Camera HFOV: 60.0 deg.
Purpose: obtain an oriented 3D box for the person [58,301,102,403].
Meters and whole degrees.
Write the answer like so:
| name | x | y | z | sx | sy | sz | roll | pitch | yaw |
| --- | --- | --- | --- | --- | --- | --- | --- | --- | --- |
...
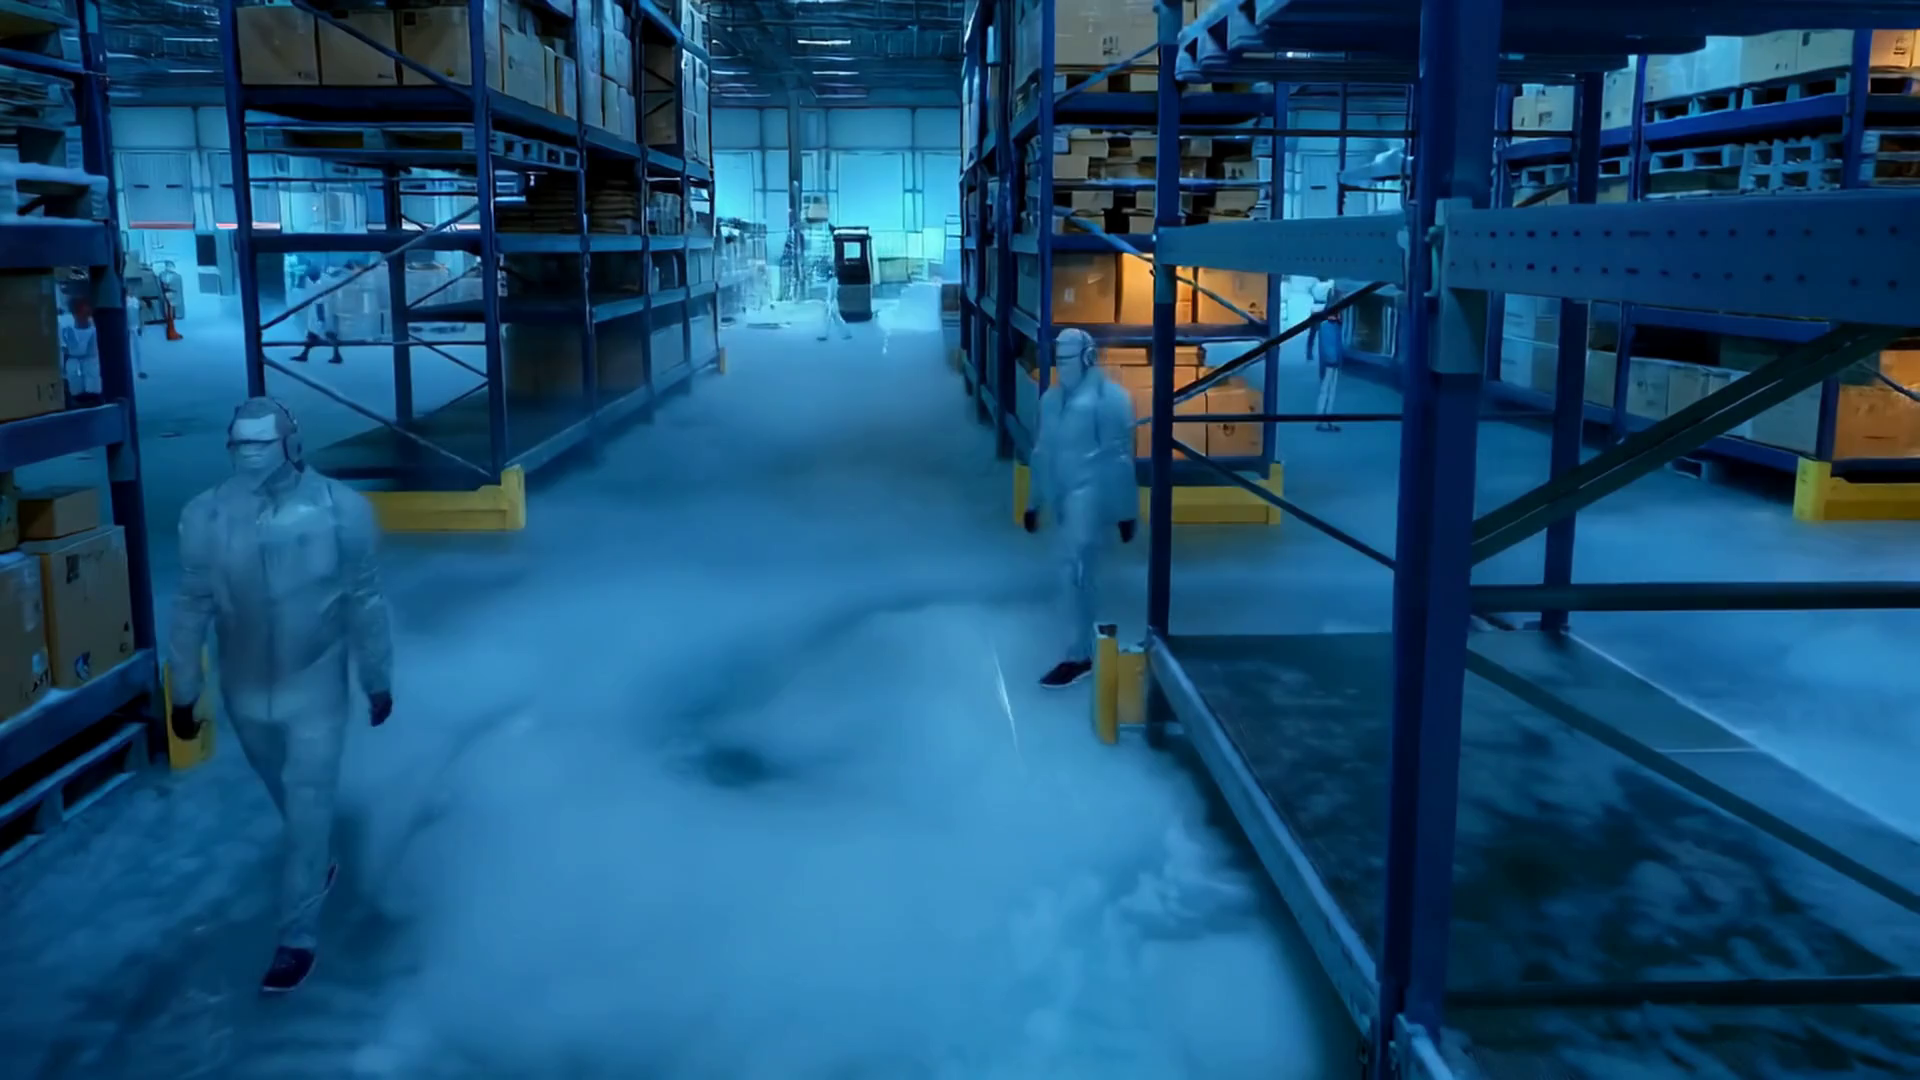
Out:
| name | x | y | z | sx | sy | sz | roll | pitch | yaw |
| --- | --- | --- | --- | --- | --- | --- | --- | --- | --- |
| person | -10.248 | -1.980 | 19.519 | 0.540 | 1.672 | 0.775 | -2 | 10 | -10 |

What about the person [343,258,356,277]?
| name | x | y | z | sx | sy | sz | roll | pitch | yaw |
| --- | --- | --- | --- | --- | --- | --- | --- | --- | --- |
| person | -18.242 | -7.515 | 49.849 | 0.503 | 1.861 | 0.328 | 5 | 11 | 25 |

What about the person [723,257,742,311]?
| name | x | y | z | sx | sy | sz | roll | pitch | yaw |
| --- | --- | --- | --- | --- | --- | --- | --- | --- | --- |
| person | -7.579 | -8.476 | 55.304 | 0.587 | 1.825 | 0.533 | 0 | 10 | 1 |

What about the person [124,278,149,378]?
| name | x | y | z | sx | sy | sz | roll | pitch | yaw |
| --- | --- | --- | --- | --- | --- | --- | --- | --- | --- |
| person | -14.443 | -3.667 | 28.789 | 0.917 | 1.722 | 0.525 | 8 | 13 | 39 |

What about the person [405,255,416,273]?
| name | x | y | z | sx | sy | sz | roll | pitch | yaw |
| --- | --- | --- | --- | --- | --- | --- | --- | --- | --- |
| person | -20.667 | -9.791 | 62.613 | 0.430 | 1.837 | 0.620 | -7 | 12 | -33 |

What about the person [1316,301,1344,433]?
| name | x | y | z | sx | sy | sz | roll | pitch | yaw |
| --- | --- | --- | --- | --- | --- | --- | --- | --- | --- |
| person | 4.570 | -2.133 | 20.505 | 0.279 | 1.626 | 0.494 | 7 | 13 | 35 |

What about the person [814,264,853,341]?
| name | x | y | z | sx | sy | sz | roll | pitch | yaw |
| --- | --- | --- | --- | --- | --- | --- | --- | --- | --- |
| person | -2.975 | -5.622 | 39.392 | 0.959 | 1.829 | 0.537 | -4 | 11 | -20 |

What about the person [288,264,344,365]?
| name | x | y | z | sx | sy | sz | roll | pitch | yaw |
| --- | --- | --- | --- | --- | --- | --- | --- | --- | --- |
| person | -12.345 | -4.308 | 31.796 | 1.008 | 1.913 | 0.629 | -2 | 10 | -9 |

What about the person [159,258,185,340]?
| name | x | y | z | sx | sy | sz | roll | pitch | yaw |
| --- | --- | --- | --- | --- | --- | --- | --- | --- | --- |
| person | -18.883 | -5.765 | 39.857 | 0.365 | 1.939 | 0.542 | 3 | 11 | 17 |

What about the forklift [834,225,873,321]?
| name | x | y | z | sx | sy | sz | roll | pitch | yaw |
| --- | --- | --- | --- | --- | --- | --- | --- | --- | --- |
| forklift | -3.136 | -7.860 | 48.907 | 1.129 | 2.768 | 1.873 | 0 | 10 | -2 |

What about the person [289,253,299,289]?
| name | x | y | z | sx | sy | sz | roll | pitch | yaw |
| --- | --- | --- | --- | --- | --- | --- | --- | --- | --- |
| person | -25.460 | -10.038 | 63.636 | 0.405 | 1.948 | 0.605 | -3 | 11 | -15 |

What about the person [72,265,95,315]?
| name | x | y | z | sx | sy | sz | roll | pitch | yaw |
| --- | --- | --- | --- | --- | --- | --- | --- | --- | --- |
| person | -20.479 | -5.698 | 39.203 | 0.921 | 2.000 | 0.683 | 3 | 11 | 17 |

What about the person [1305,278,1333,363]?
| name | x | y | z | sx | sy | sz | roll | pitch | yaw |
| --- | --- | --- | --- | --- | --- | --- | --- | --- | --- |
| person | 7.077 | -4.354 | 32.204 | 1.009 | 1.860 | 0.604 | -7 | 12 | -34 |

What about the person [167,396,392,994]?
| name | x | y | z | sx | sy | sz | roll | pitch | yaw |
| --- | --- | --- | --- | --- | --- | --- | --- | --- | --- |
| person | -2.253 | 0.443 | 5.527 | 0.669 | 1.859 | 1.008 | 0 | 10 | -2 |

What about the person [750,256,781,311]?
| name | x | y | z | sx | sy | sz | roll | pitch | yaw |
| --- | --- | --- | --- | --- | --- | --- | --- | --- | --- |
| person | -6.626 | -8.667 | 56.233 | 1.040 | 1.862 | 0.581 | -1 | 10 | -3 |

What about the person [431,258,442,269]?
| name | x | y | z | sx | sy | sz | roll | pitch | yaw |
| --- | --- | --- | --- | --- | --- | --- | --- | --- | --- |
| person | -19.711 | -9.746 | 62.627 | 0.485 | 1.721 | 0.456 | 2 | 10 | 9 |

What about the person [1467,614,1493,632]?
| name | x | y | z | sx | sy | sz | roll | pitch | yaw |
| --- | --- | --- | --- | --- | --- | --- | --- | --- | --- |
| person | 2.547 | -0.064 | 8.806 | 0.521 | 1.677 | 0.540 | 0 | 10 | 0 |

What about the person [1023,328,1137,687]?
| name | x | y | z | sx | sy | sz | roll | pitch | yaw |
| --- | --- | --- | --- | --- | --- | --- | --- | --- | --- |
| person | 0.550 | -0.172 | 8.842 | 0.717 | 1.881 | 0.681 | -7 | 12 | -34 |

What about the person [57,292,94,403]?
| name | x | y | z | sx | sy | sz | roll | pitch | yaw |
| --- | --- | --- | --- | --- | --- | --- | --- | --- | --- |
| person | -11.534 | -2.369 | 21.632 | 0.576 | 1.692 | 0.355 | -6 | 12 | -29 |
